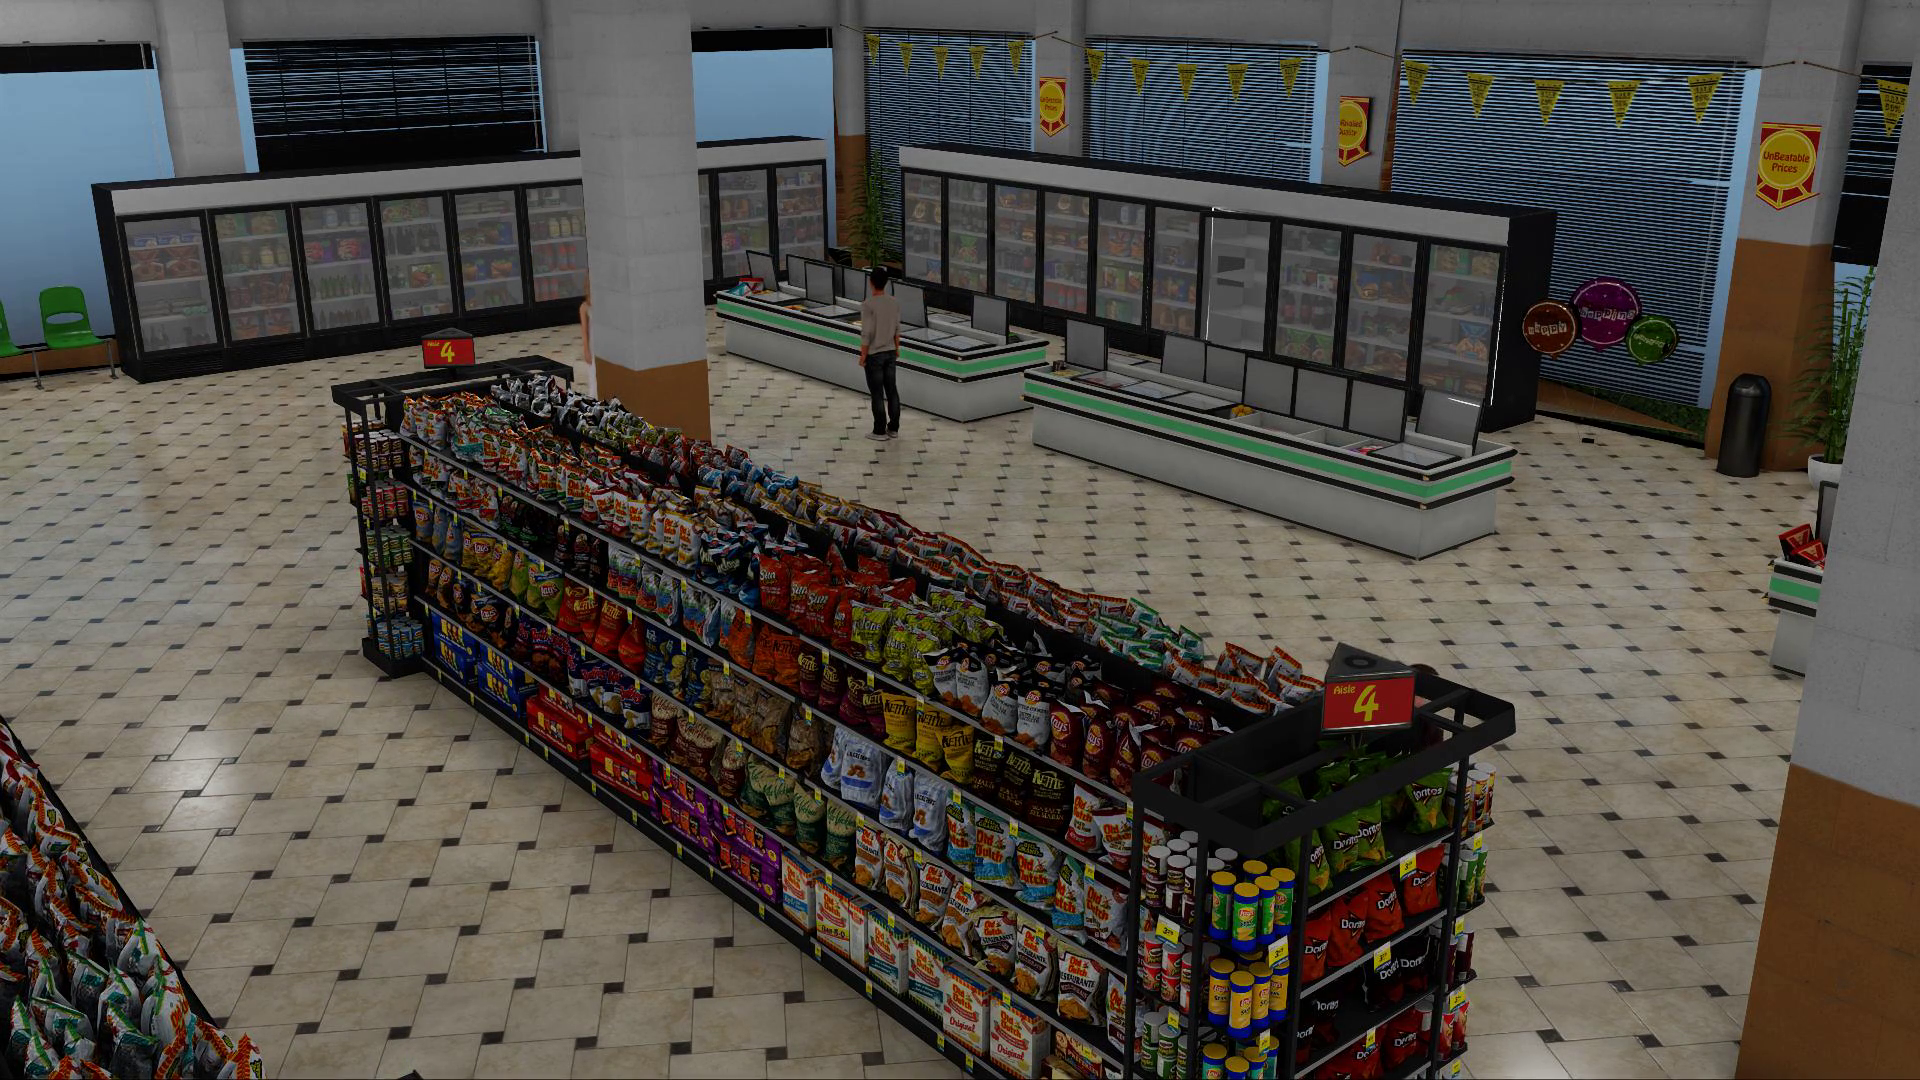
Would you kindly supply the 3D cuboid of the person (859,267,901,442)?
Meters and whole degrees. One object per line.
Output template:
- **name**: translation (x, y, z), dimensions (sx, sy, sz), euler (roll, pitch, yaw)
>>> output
- **person**: translation (-0.823, -1.951, 17.431), dimensions (0.642, 1.811, 0.537), euler (-14, 23, -36)
